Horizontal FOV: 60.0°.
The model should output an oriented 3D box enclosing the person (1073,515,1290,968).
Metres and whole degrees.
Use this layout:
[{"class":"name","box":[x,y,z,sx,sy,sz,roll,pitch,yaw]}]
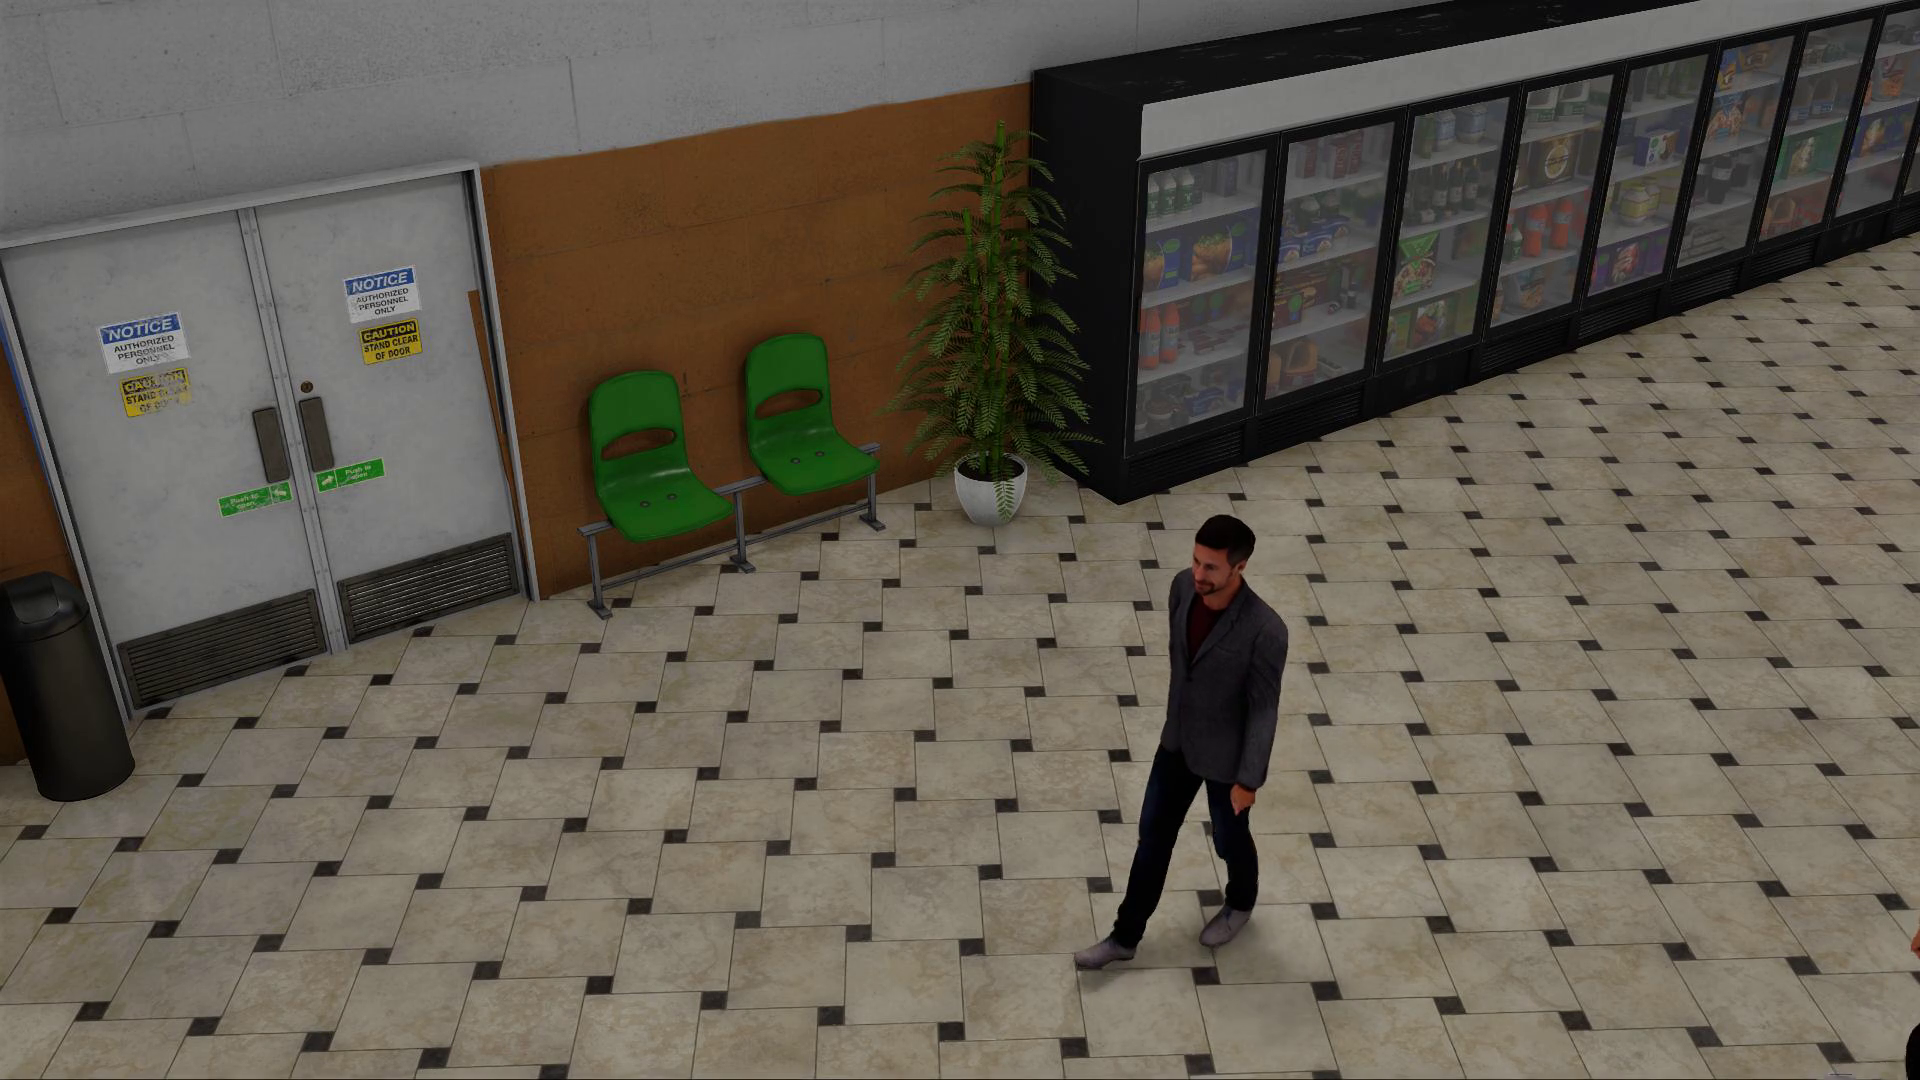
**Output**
[{"class":"person","box":[0.944,0.720,5.941,0.832,1.842,0.985,-22,35,-34]}]
